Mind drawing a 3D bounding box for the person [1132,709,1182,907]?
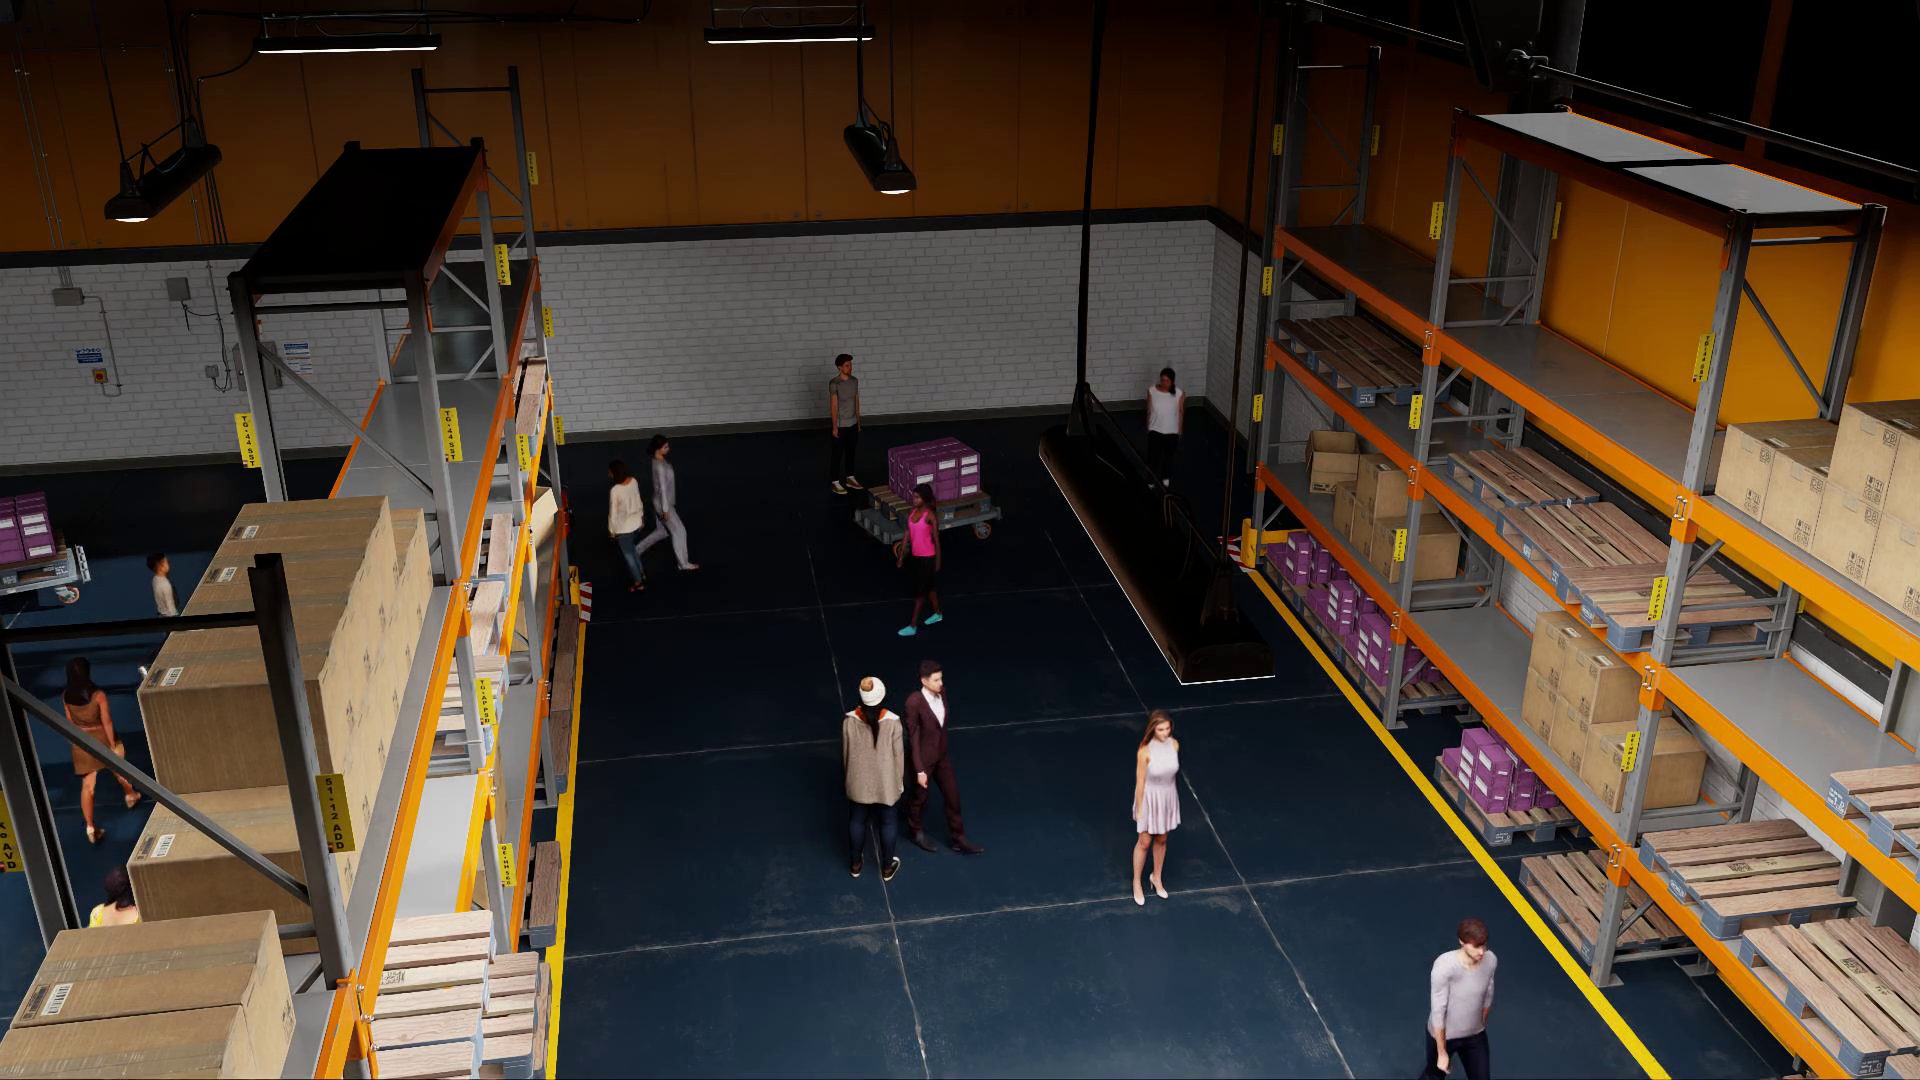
[{"bbox_3d":[1.587,2.159,13.540,0.618,1.770,0.642,-10,25,-21],"label":"person"}]

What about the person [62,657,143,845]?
[{"bbox_3d":[-7.544,1.842,14.422,0.686,1.644,1.073,0,24,0],"label":"person"}]

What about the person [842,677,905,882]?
[{"bbox_3d":[-0.733,1.961,13.844,0.773,1.890,0.781,4,24,8],"label":"person"}]

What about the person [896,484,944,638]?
[{"bbox_3d":[-0.328,0.171,18.181,0.912,1.696,0.965,-18,30,-36],"label":"person"}]

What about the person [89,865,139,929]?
[{"bbox_3d":[-5.795,3.084,11.607,0.772,1.624,0.817,1,24,2],"label":"person"}]

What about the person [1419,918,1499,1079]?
[{"bbox_3d":[3.247,3.215,11.058,0.666,1.824,0.885,-6,24,-13],"label":"person"}]

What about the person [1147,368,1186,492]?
[{"bbox_3d":[2.728,-1.496,22.024,0.806,1.673,0.891,4,24,9],"label":"person"}]

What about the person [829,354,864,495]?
[{"bbox_3d":[-1.527,-1.545,21.859,0.716,1.895,0.733,-20,31,-39],"label":"person"}]

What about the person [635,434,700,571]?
[{"bbox_3d":[-3.533,-0.392,19.411,0.717,1.742,0.981,-8,25,-17],"label":"person"}]

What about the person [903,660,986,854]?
[{"bbox_3d":[-0.333,1.825,14.214,1.096,1.843,1.000,21,31,39],"label":"person"}]

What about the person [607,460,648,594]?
[{"bbox_3d":[-3.713,-0.125,18.906,0.820,1.657,0.751,15,28,31],"label":"person"}]
